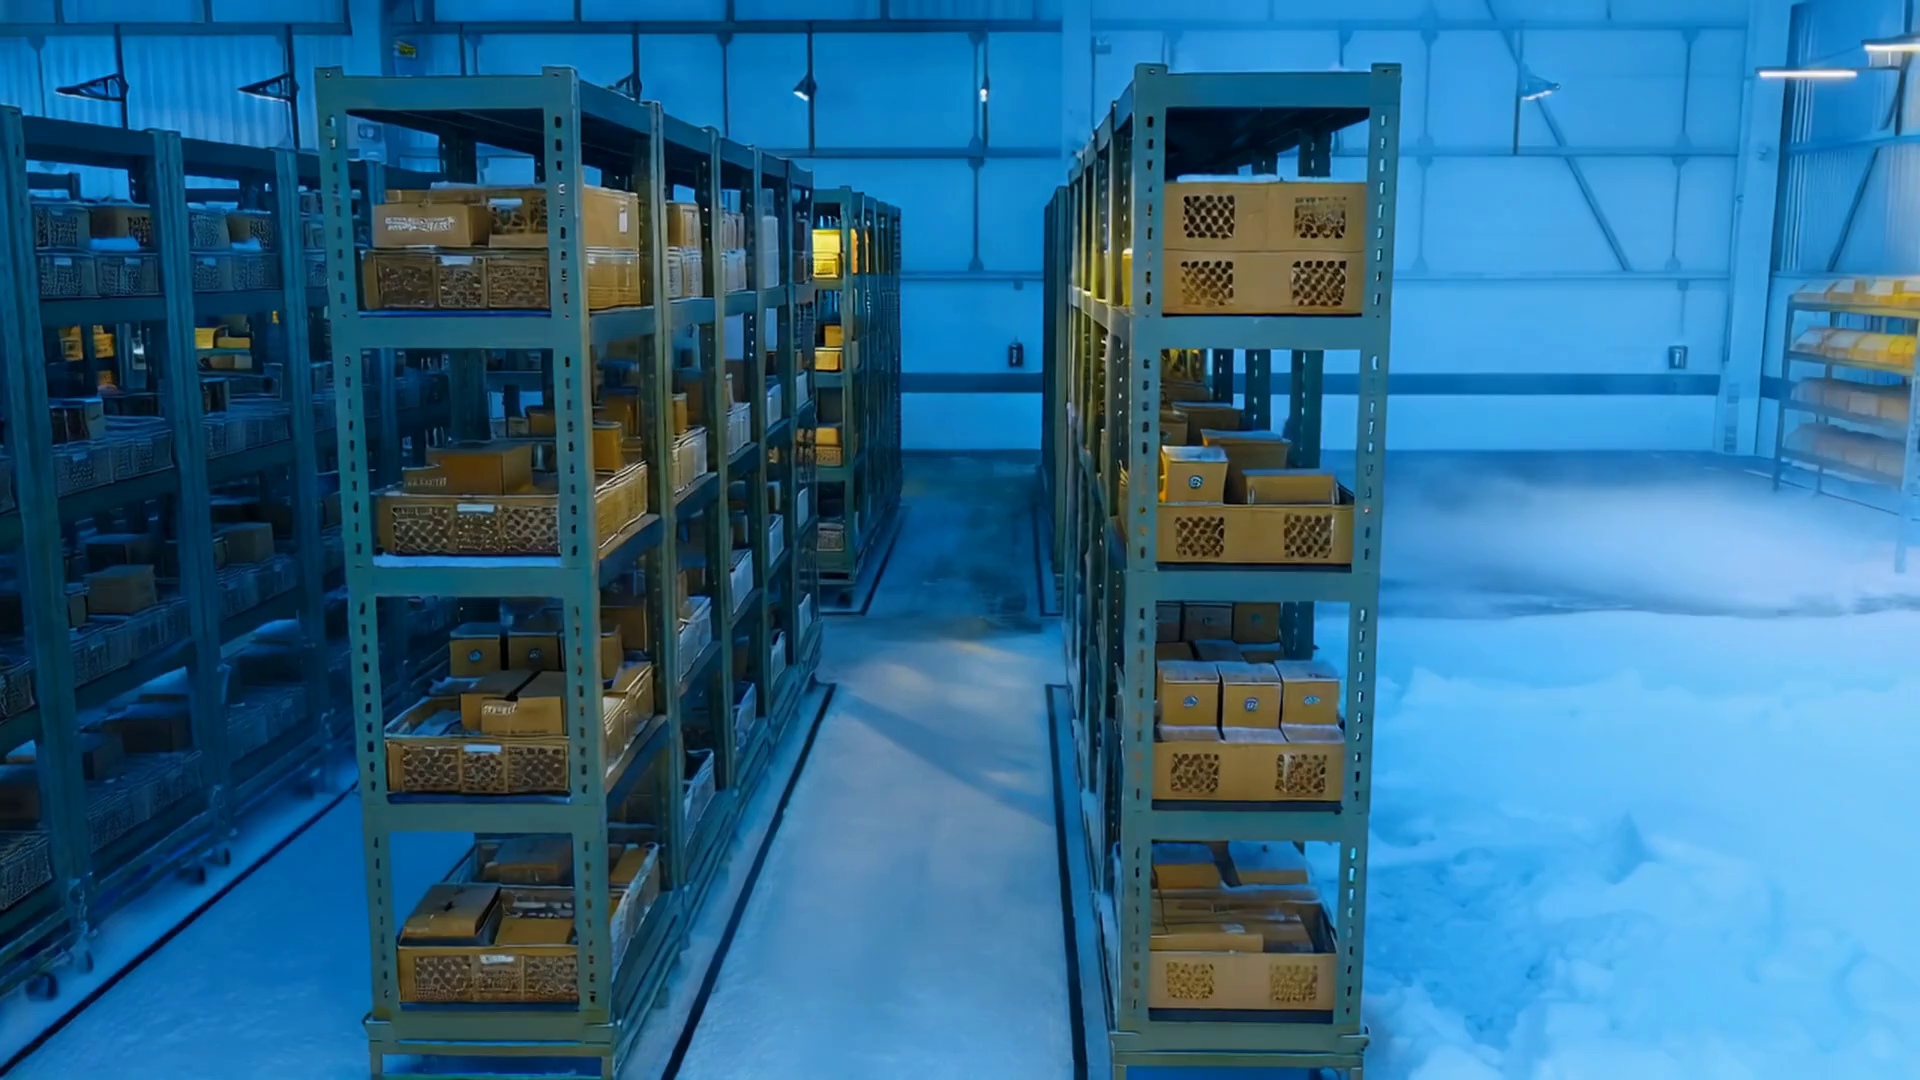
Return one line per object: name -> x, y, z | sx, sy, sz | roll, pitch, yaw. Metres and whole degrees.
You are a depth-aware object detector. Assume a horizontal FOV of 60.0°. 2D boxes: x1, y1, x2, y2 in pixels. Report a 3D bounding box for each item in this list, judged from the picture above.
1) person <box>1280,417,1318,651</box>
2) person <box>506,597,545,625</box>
person -> 2.496, -0.048, 12.777 | 0.495, 1.830, 0.572 | 3, 10, 16
person -> -2.395, 0.372, 9.899 | 0.606, 1.975, 0.813 | -1, 10, -3
